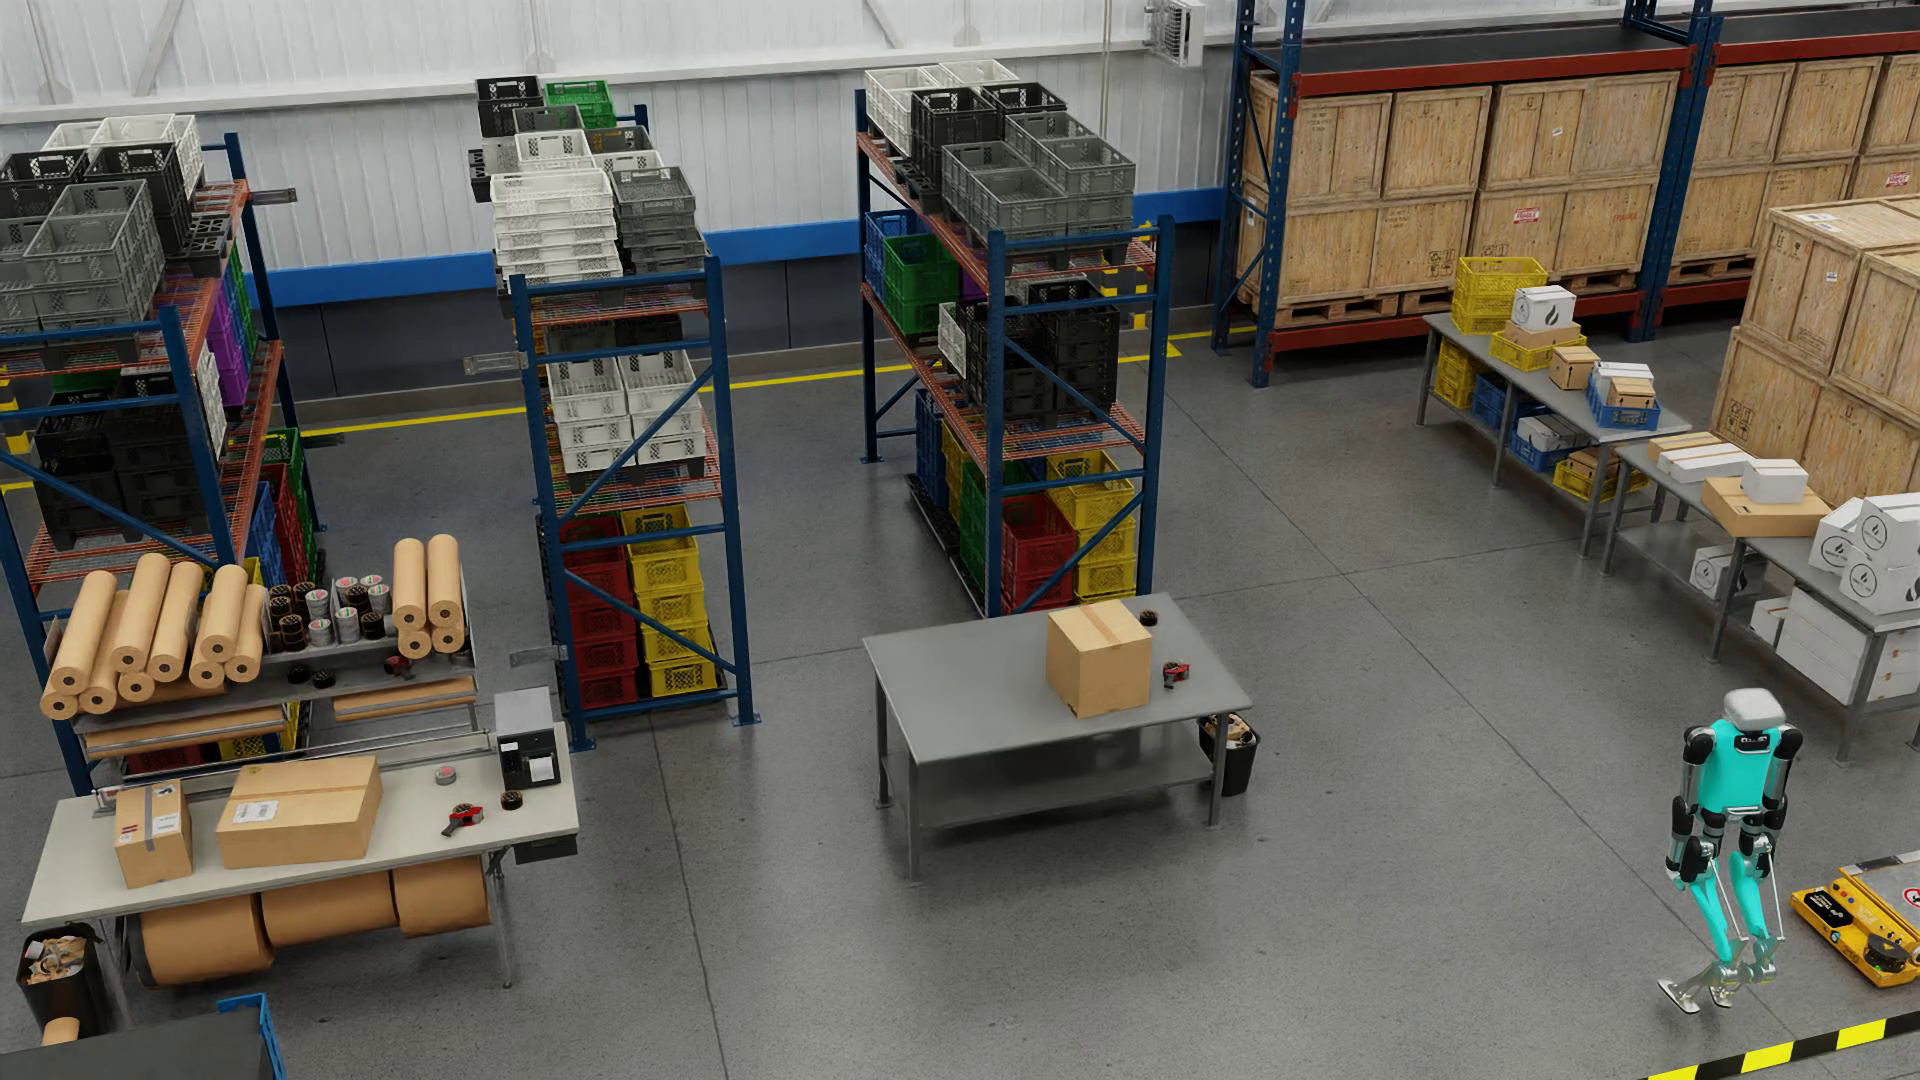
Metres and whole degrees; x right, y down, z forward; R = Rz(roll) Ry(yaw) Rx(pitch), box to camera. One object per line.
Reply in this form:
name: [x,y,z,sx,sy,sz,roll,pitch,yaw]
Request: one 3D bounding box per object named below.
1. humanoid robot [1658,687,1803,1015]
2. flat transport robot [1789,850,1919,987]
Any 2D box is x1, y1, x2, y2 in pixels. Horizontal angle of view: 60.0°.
humanoid robot: [3.606,1.545,7.682,0.533,1.681,0.735,-2,29,-4]
flat transport robot: [5.163,1.916,8.676,1.431,0.231,0.659,-8,30,-14]
